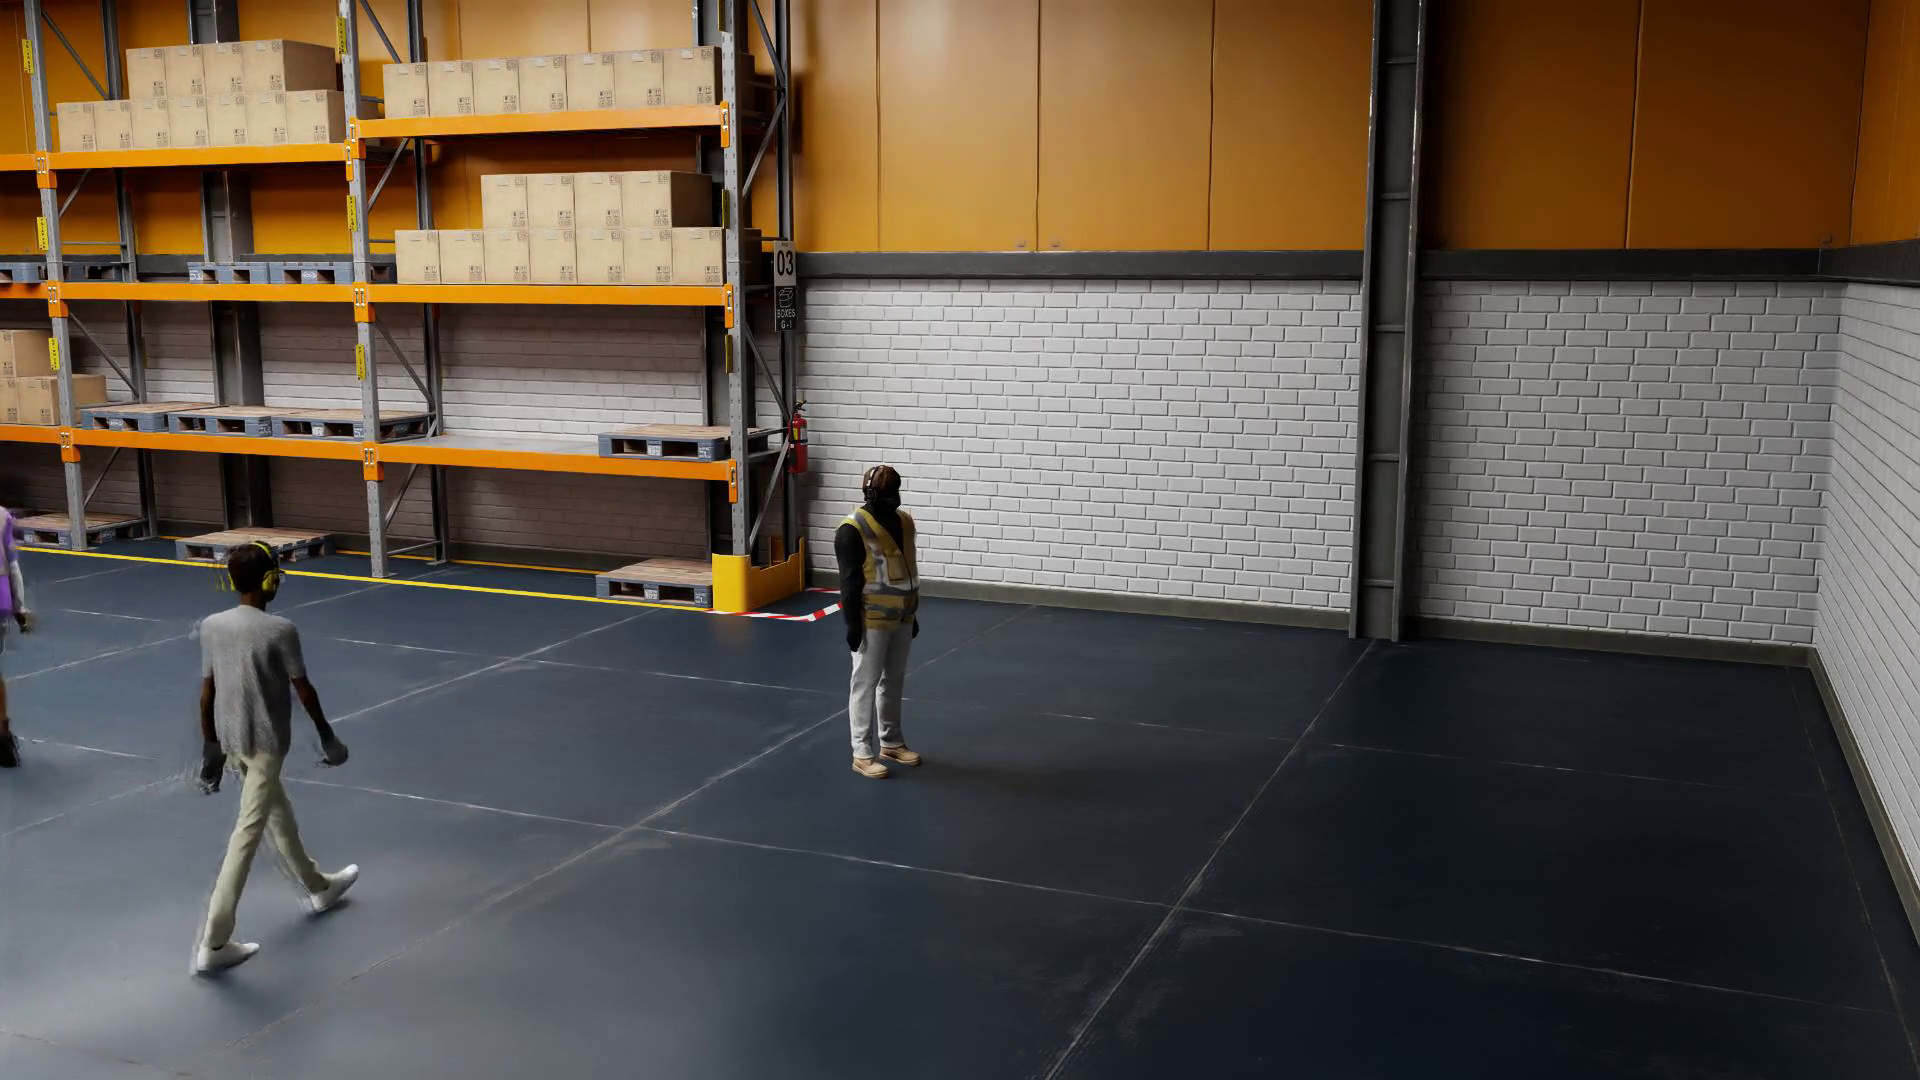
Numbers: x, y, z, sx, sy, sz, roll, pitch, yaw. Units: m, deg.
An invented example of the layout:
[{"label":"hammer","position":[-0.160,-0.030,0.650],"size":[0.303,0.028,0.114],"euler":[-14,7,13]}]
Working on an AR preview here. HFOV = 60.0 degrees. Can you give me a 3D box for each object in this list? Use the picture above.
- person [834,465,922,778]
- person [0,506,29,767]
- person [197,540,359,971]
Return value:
[{"label":"person","position":[-0.455,0.471,9.887],"size":[0.429,1.843,0.633],"euler":[7,12,35]},{"label":"person","position":[-5.961,0.419,9.984],"size":[0.632,1.911,0.559],"euler":[5,11,27]},{"label":"person","position":[-3.073,0.907,7.372],"size":[0.488,1.802,1.012],"euler":[4,10,25]}]
